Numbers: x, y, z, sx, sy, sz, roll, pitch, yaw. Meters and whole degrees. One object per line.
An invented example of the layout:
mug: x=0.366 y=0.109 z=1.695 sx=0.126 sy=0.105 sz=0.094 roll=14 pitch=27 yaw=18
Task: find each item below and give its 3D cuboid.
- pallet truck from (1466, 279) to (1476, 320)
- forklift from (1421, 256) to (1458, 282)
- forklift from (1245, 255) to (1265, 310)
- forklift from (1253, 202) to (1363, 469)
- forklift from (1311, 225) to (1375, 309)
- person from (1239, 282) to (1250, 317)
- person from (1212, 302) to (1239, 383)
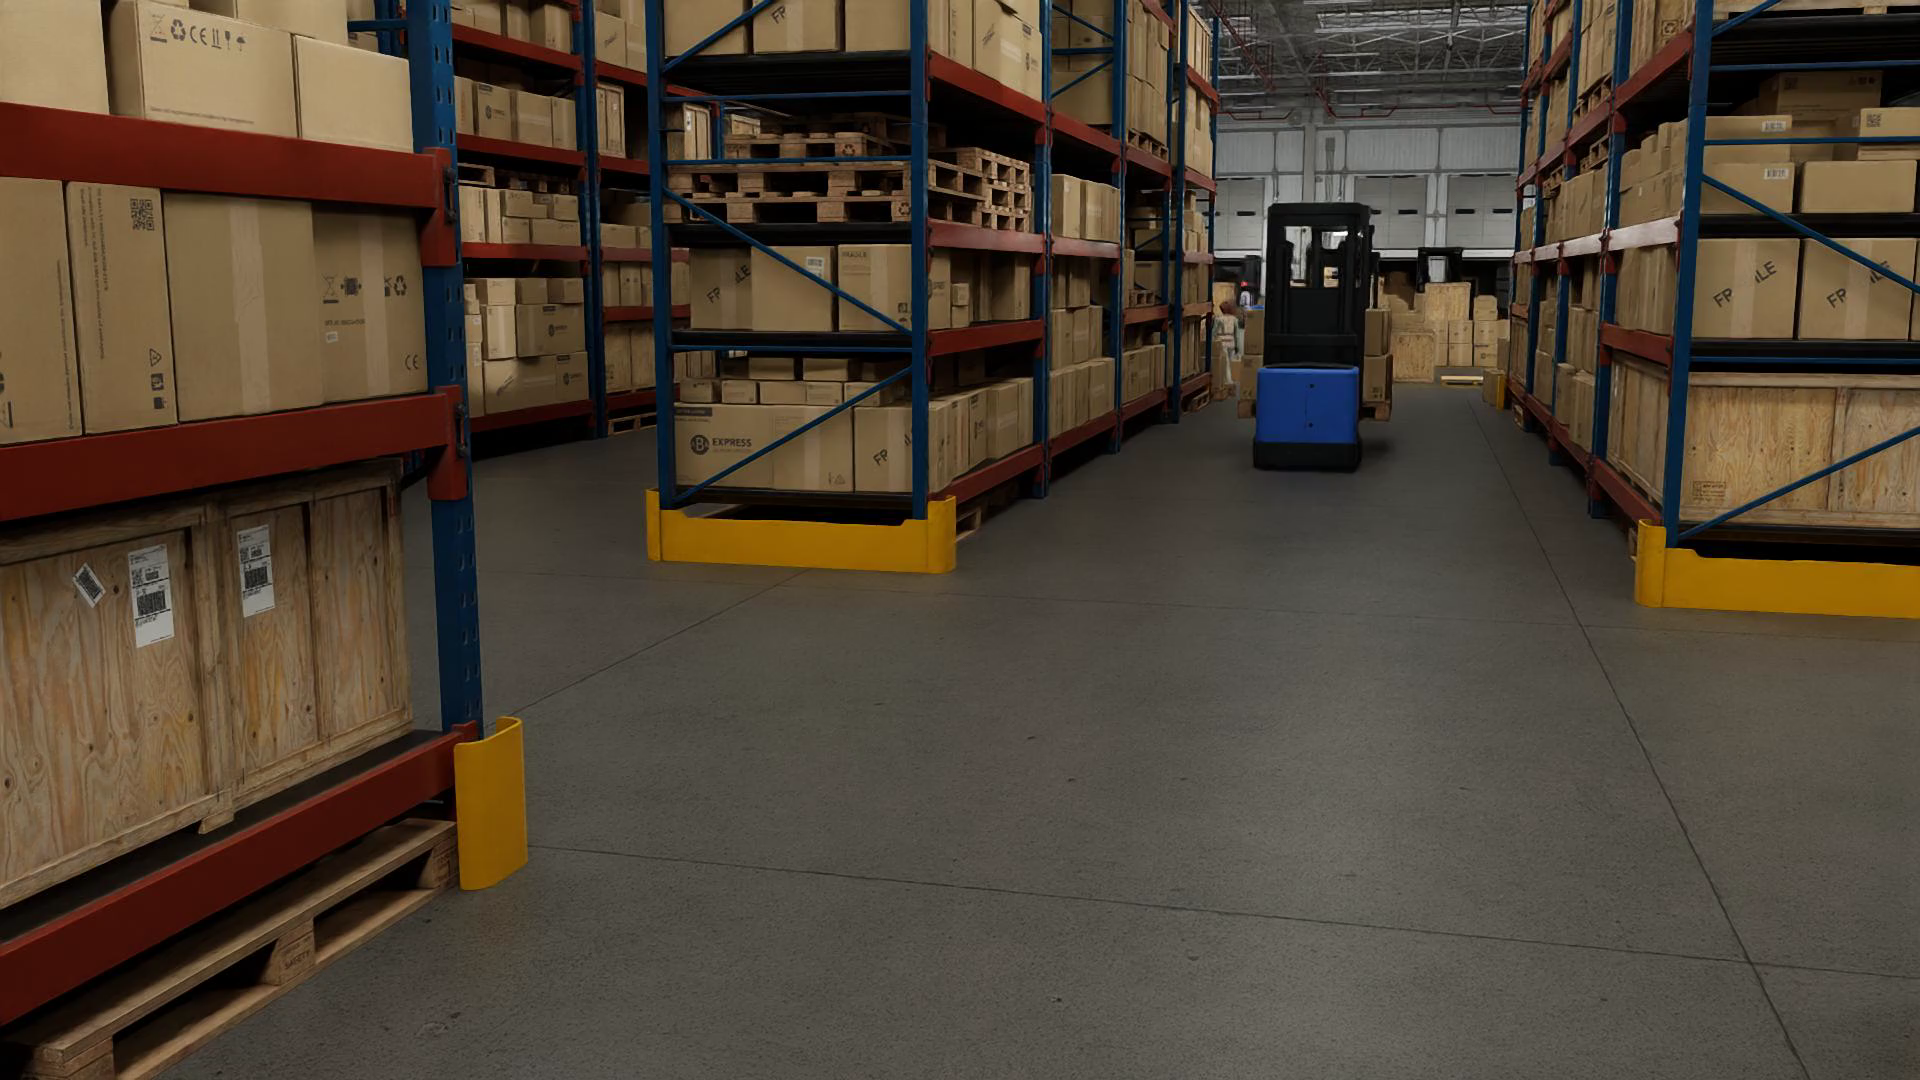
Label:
pallet truck: x=18.896 y=-8.459 z=60.307 sx=1.885 sy=1.965 sz=0.823 roll=5 pitch=10 yaw=31
forklift: x=12.355 y=-6.175 z=43.004 sx=1.129 sy=2.768 sz=1.873 roll=2 pitch=9 yaw=15
forklift: x=10.125 y=-8.475 z=57.614 sx=1.873 sy=2.768 sz=1.129 roll=4 pitch=10 yaw=21
forklift: x=3.808 y=-2.233 z=17.960 sx=1.129 sy=2.768 sz=1.873 roll=2 pitch=9 yaw=15
forklift: x=5.777 y=-3.387 z=25.291 sx=1.129 sy=2.768 sz=1.873 roll=2 pitch=9 yaw=15
person: x=9.360 y=-7.605 z=55.225 sx=0.980 sy=1.885 sz=0.575 roll=7 pitch=12 yaw=39
person: x=4.695 y=-3.446 z=29.738 sx=0.516 sy=1.595 sz=0.855 roll=-5 pitch=10 yaw=-27
